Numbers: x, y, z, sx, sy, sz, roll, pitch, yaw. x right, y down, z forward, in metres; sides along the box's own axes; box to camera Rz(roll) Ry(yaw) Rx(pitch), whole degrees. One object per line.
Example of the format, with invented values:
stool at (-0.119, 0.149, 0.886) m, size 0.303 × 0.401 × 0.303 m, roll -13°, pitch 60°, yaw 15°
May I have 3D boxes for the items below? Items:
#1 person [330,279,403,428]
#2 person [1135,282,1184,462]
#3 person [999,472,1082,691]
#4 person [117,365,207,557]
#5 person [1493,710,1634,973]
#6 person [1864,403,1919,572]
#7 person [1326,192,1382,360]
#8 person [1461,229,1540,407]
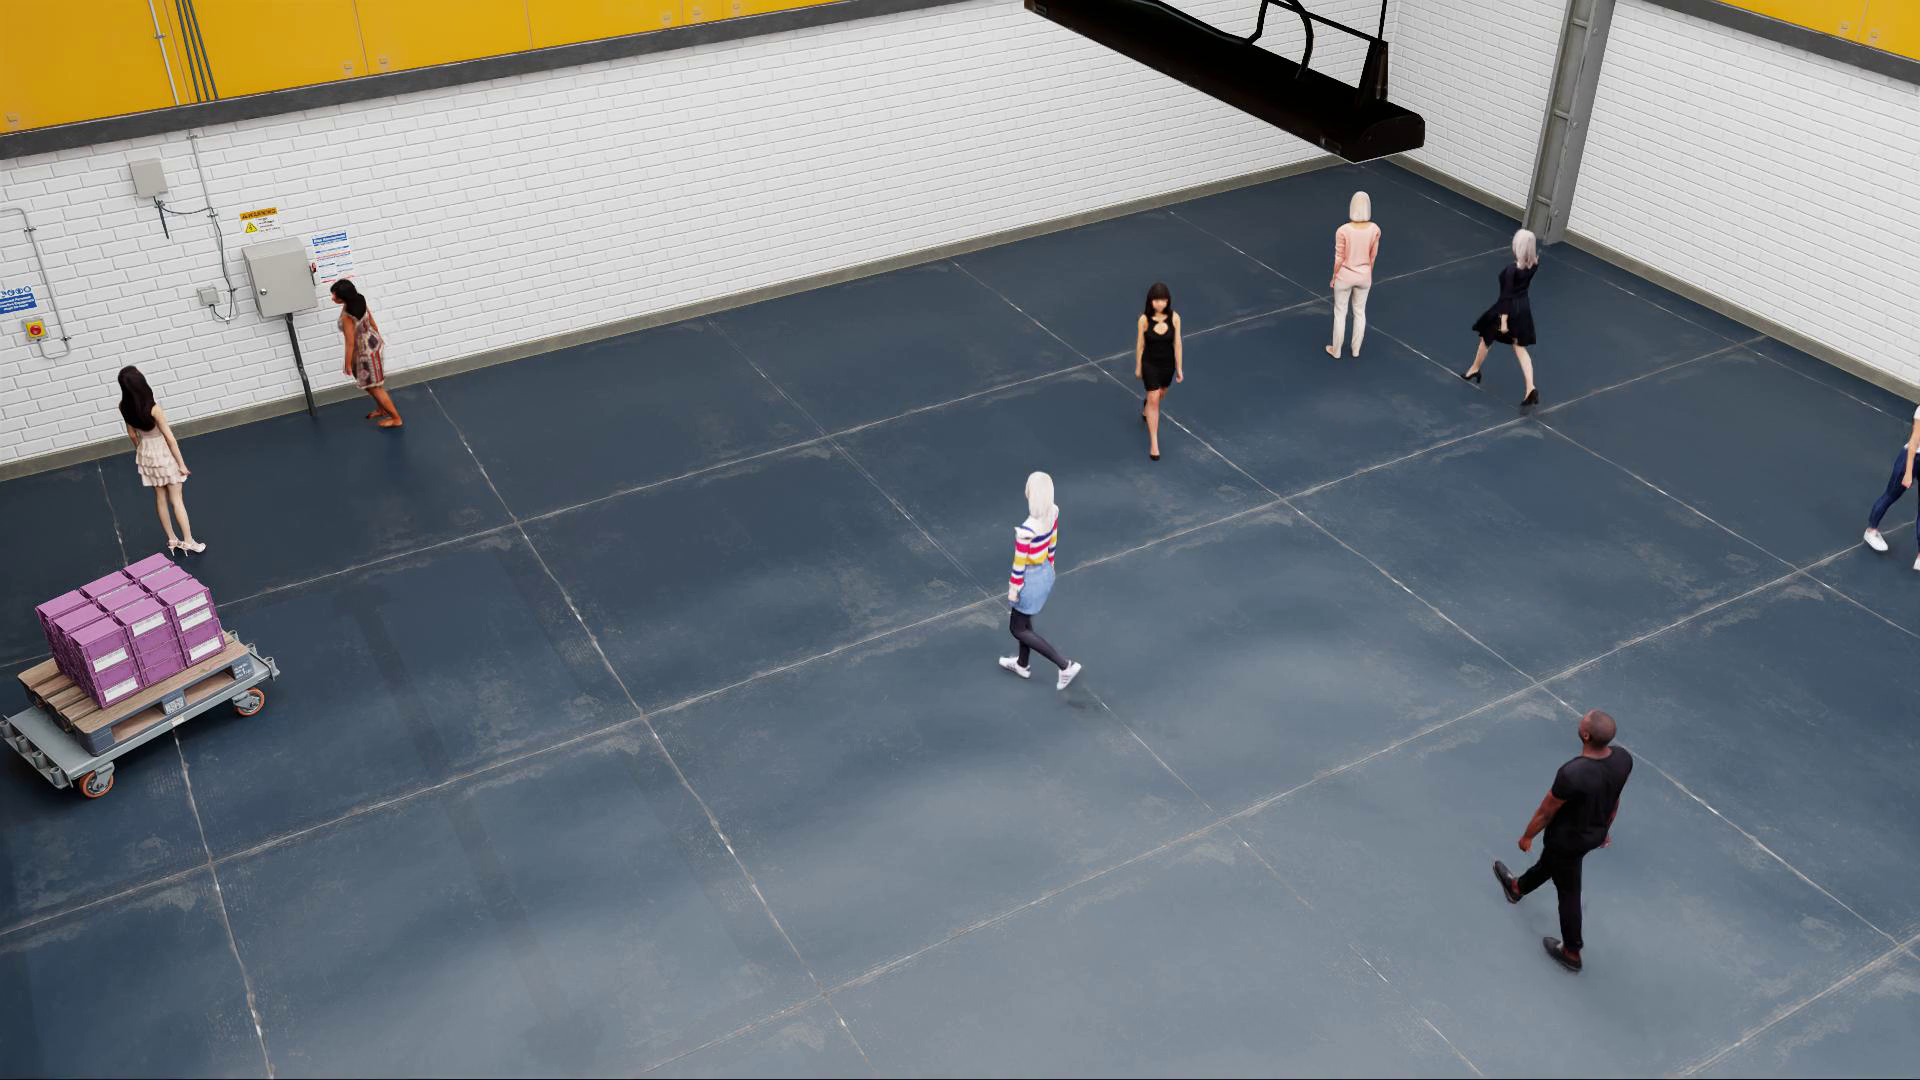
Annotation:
person at (-5.394, -1.702, 15.223) m, size 0.839 × 1.589 × 0.735 m, roll 5°, pitch 34°, yaw 7°
person at (1.776, -1.591, 15.029) m, size 0.832 × 1.618 × 1.107 m, roll -5°, pitch 34°, yaw -7°
person at (0.587, 0.332, 11.977) m, size 1.060 × 1.793 × 0.921 m, roll 19°, pitch 38°, yaw 26°
person at (-6.496, -0.630, 13.477) m, size 0.650 × 1.737 × 0.714 m, roll 9°, pitch 35°, yaw 14°
person at (3.663, 1.809, 9.760) m, size 0.687 × 1.788 × 1.073 m, roll -17°, pitch 37°, yaw -23°
person at (7.698, -0.643, 13.489) m, size 0.820 × 1.744 × 1.086 m, roll -8°, pitch 34°, yaw -11°
person at (3.892, -2.614, 16.473) m, size 0.671 × 1.724 × 0.656 m, roll -4°, pitch 34°, yaw -5°
person at (5.261, -2.058, 15.657) m, size 0.632 × 1.701 × 1.183 m, roll -20°, pitch 39°, yaw -27°
